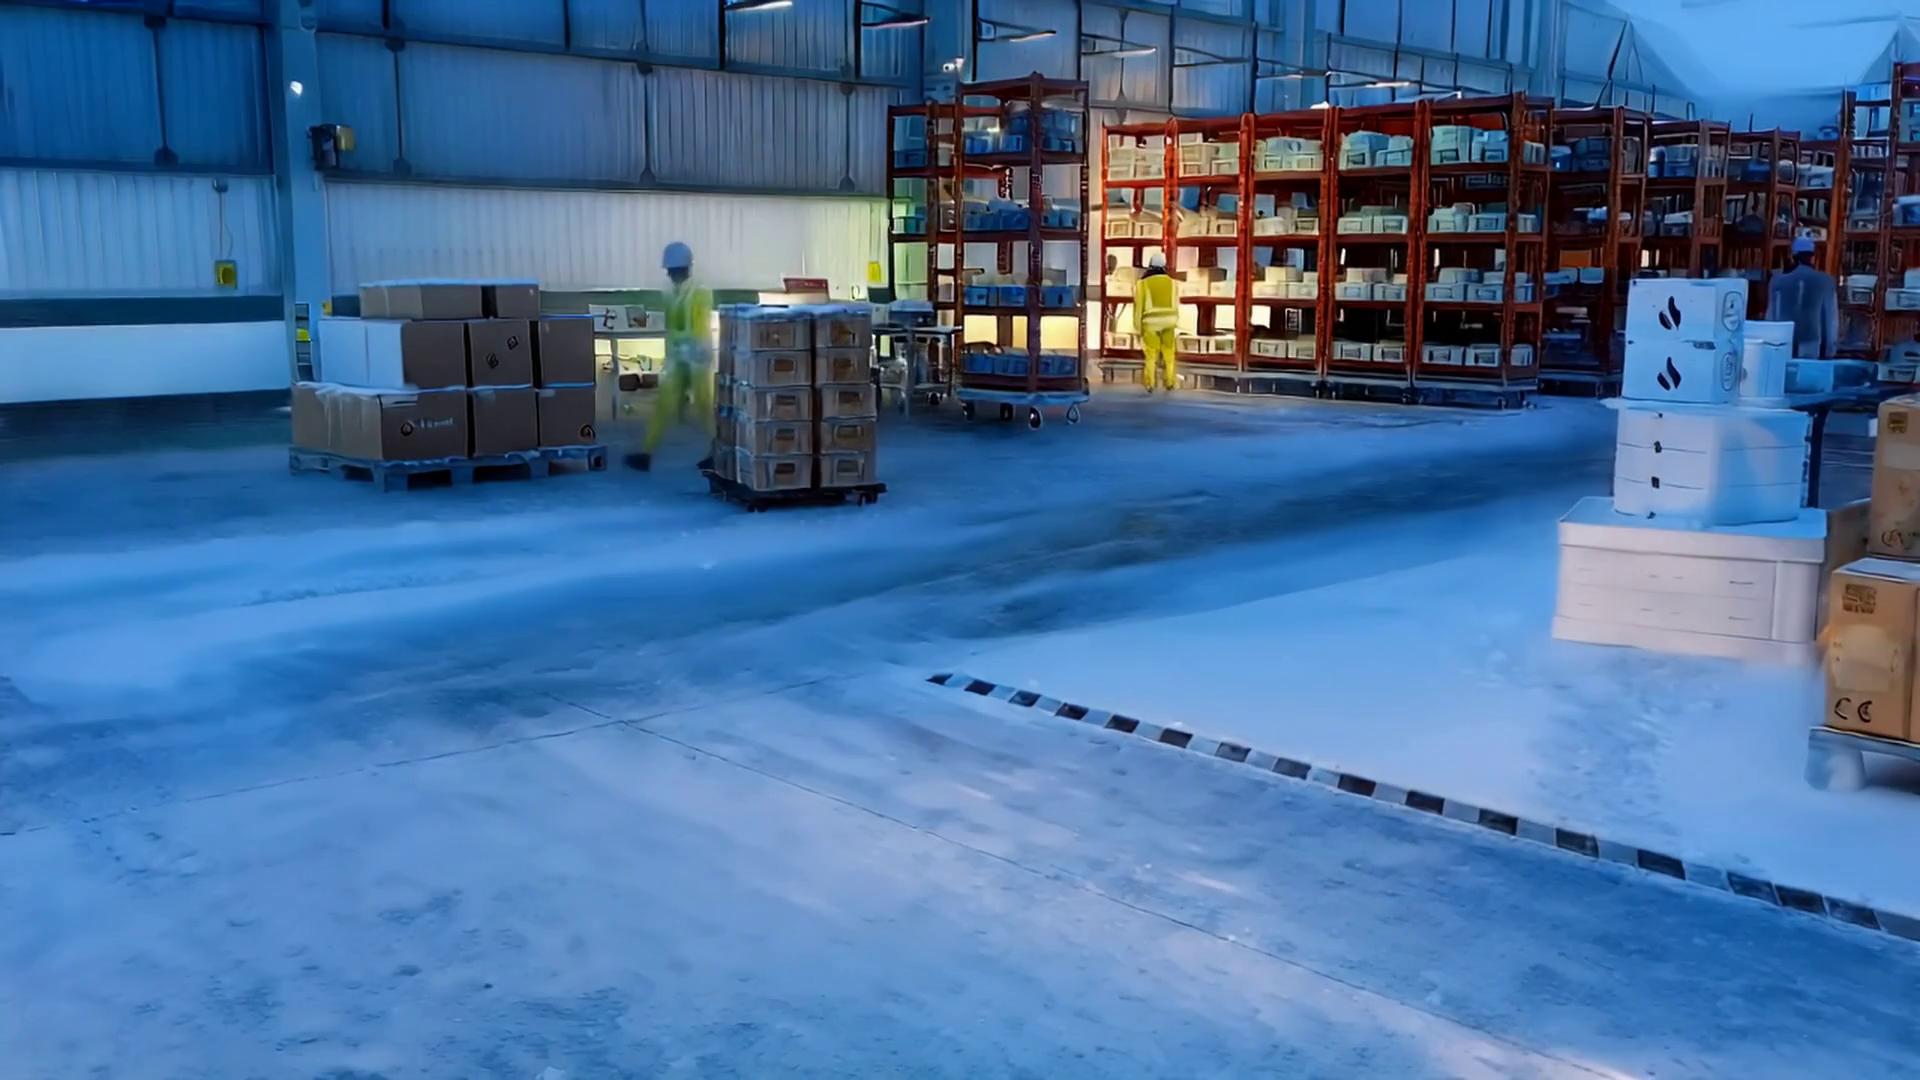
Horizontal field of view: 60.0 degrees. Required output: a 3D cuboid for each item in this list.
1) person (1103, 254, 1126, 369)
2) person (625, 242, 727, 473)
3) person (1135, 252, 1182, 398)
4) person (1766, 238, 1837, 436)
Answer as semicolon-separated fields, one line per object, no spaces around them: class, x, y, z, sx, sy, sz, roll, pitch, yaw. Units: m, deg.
person;2.463;-3.659;26.718;0.390;1.847;0.563;0;9;-1
person;-2.242;-1.467;13.484;0.631;1.862;0.990;8;12;38
person;2.494;-2.694;20.952;0.588;1.835;0.403;-1;9;-4
person;8.223;-1.969;16.277;0.636;1.957;0.929;6;11;33
